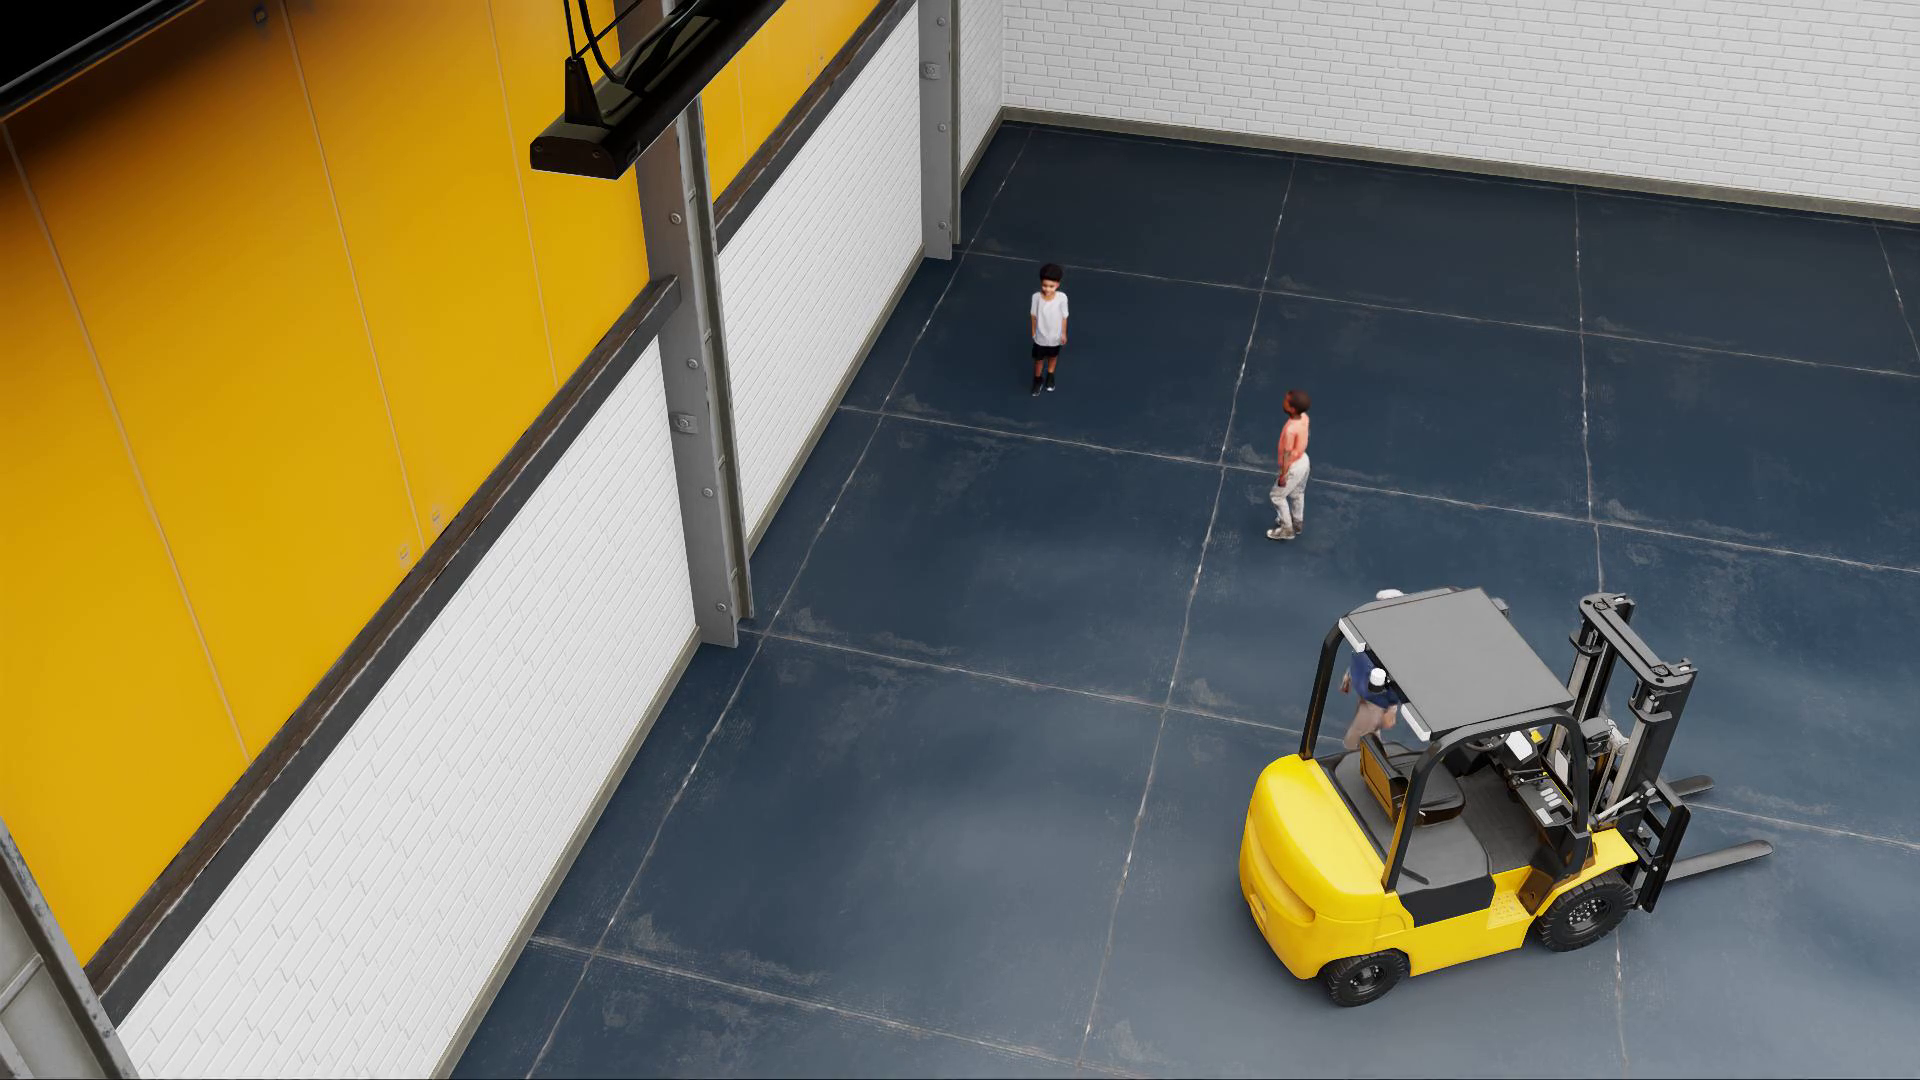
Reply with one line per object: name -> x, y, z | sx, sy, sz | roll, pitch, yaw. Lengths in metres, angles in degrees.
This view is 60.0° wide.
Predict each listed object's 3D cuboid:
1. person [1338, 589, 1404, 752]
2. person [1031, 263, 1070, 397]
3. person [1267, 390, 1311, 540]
person -> 2.734, 0.975, 10.647 | 0.797, 1.688, 0.705 | -9, 39, -11
person -> 0.788, -1.894, 14.595 | 0.530, 1.245, 0.590 | 2, 39, 3
person -> 2.605, -0.573, 12.897 | 0.621, 1.299, 0.536 | 22, 44, 25
